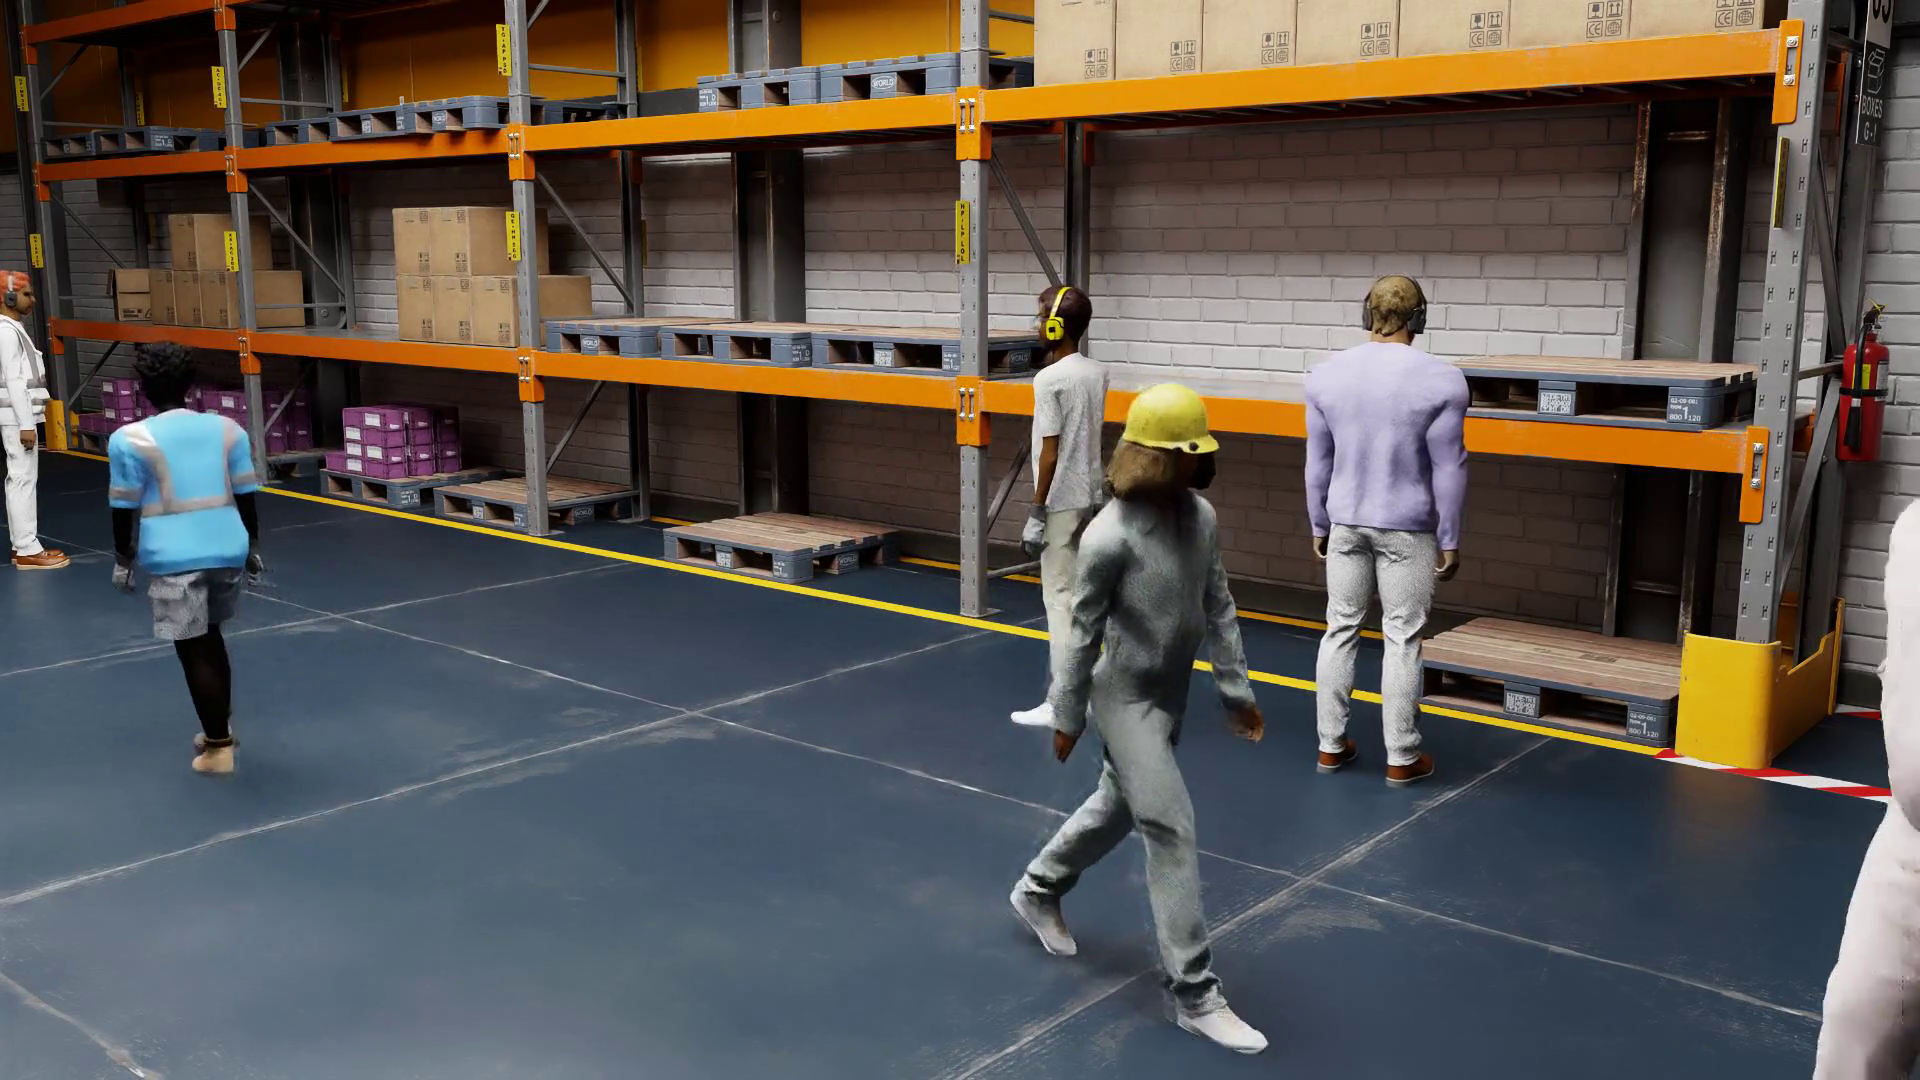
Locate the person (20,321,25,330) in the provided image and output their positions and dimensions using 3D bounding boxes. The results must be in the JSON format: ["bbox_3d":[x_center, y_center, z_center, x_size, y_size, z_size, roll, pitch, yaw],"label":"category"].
[{"bbox_3d":[-9.108,-1.557,15.807,0.281,1.633,0.500,8,13,40],"label":"person"}]

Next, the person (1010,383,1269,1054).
[{"bbox_3d":[0.441,0.413,4.420,0.915,1.695,0.489,8,13,39],"label":"person"}]

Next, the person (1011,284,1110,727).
[{"bbox_3d":[0.430,-0.136,7.042,0.328,1.872,0.513,6,12,33],"label":"person"}]

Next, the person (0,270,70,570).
[{"bbox_3d":[-5.930,-0.753,10.521,0.355,1.882,0.576,-6,12,-32],"label":"person"}]

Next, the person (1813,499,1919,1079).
[{"bbox_3d":[1.800,0.581,2.976,0.916,1.862,0.702,-3,10,-17],"label":"person"}]

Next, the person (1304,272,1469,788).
[{"bbox_3d":[1.597,-0.035,6.293,0.630,1.931,0.356,7,12,34],"label":"person"}]

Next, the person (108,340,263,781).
[{"bbox_3d":[-2.997,0.075,6.392,0.620,1.676,0.538,6,12,33],"label":"person"}]
